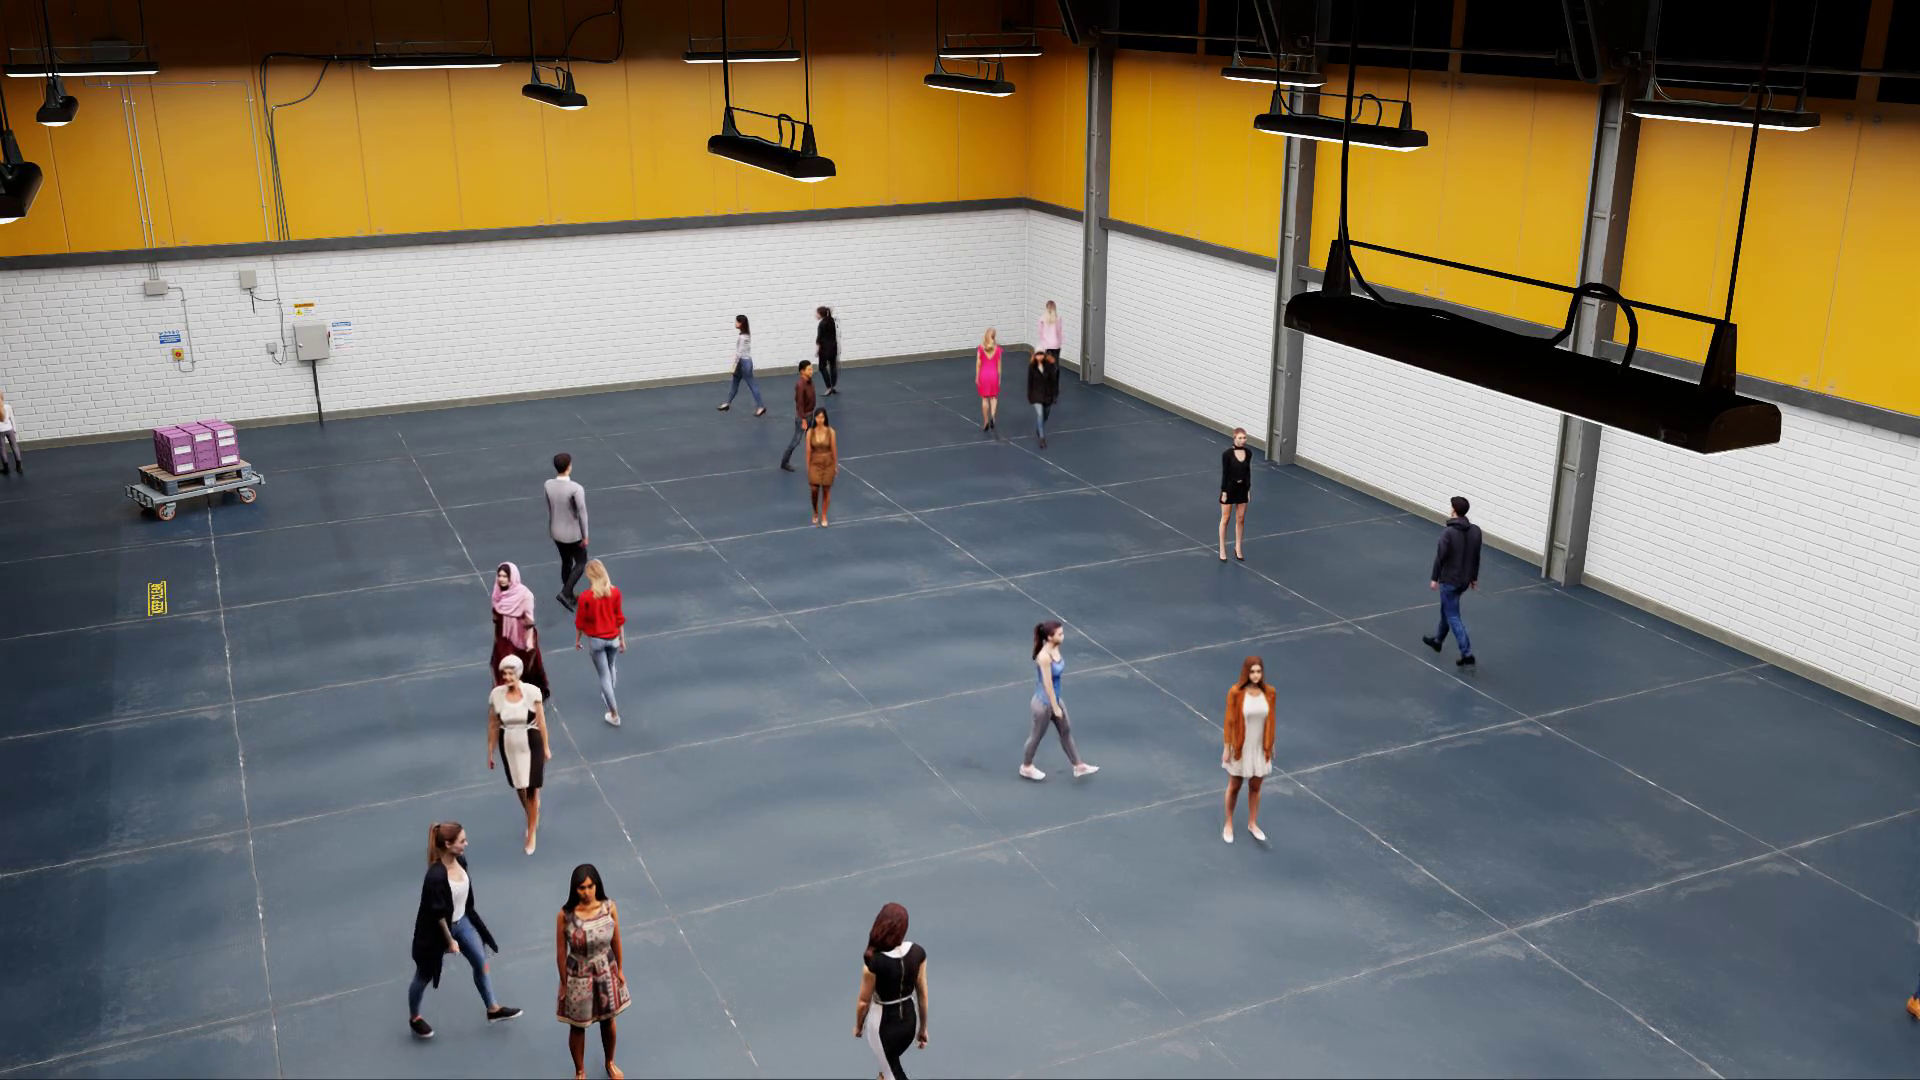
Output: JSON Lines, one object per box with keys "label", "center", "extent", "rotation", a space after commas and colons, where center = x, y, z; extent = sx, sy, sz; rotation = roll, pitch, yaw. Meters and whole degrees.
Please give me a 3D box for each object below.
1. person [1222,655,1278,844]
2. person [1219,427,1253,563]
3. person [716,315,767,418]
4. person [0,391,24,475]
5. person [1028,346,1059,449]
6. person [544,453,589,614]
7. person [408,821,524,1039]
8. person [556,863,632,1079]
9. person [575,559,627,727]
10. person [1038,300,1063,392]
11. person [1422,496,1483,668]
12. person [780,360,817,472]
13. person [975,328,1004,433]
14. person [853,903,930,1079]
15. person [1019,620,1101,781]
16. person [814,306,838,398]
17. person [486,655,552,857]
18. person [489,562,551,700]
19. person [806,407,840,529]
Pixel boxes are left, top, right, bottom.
{"label": "person", "center": [2.492, 1.777, 14.344], "extent": [0.689, 1.721, 0.665], "rotation": [-2, 19, -7]}
{"label": "person", "center": [3.530, -0.593, 21.305], "extent": [0.588, 1.769, 0.541], "rotation": [-6, 19, -17]}
{"label": "person", "center": [-3.551, -2.917, 28.228], "extent": [0.942, 1.755, 1.115], "rotation": [-1, 19, -2]}
{"label": "person", "center": [-14.477, -1.643, 25.191], "extent": [0.540, 1.279, 0.560], "rotation": [-16, 24, -39]}
{"label": "person", "center": [1.314, -2.327, 26.712], "extent": [0.809, 1.604, 1.115], "rotation": [-3, 19, -10]}
{"label": "person", "center": [-4.658, -0.060, 19.506], "extent": [1.031, 1.908, 1.080], "rotation": [8, 20, 23]}
{"label": "person", "center": [-3.666, 2.733, 11.632], "extent": [1.060, 1.639, 1.014], "rotation": [9, 21, 25]}
{"label": "person", "center": [-2.464, 2.901, 11.124], "extent": [0.646, 1.645, 0.515], "rotation": [-8, 20, -23]}
{"label": "person", "center": [-3.521, 1.052, 16.565], "extent": [0.735, 1.677, 0.963], "rotation": [-14, 23, -35]}
{"label": "person", "center": [1.622, -3.488, 30.034], "extent": [0.657, 1.685, 0.641], "rotation": [-2, 19, -7]}
{"label": "person", "center": [5.398, 0.482, 17.981], "extent": [0.696, 1.853, 1.164], "rotation": [-8, 20, -22]}
{"label": "person", "center": [-2.413, -1.814, 24.989], "extent": [1.234, 1.732, 1.157], "rotation": [7, 20, 21]}
{"label": "person", "center": [0.478, -2.625, 27.423], "extent": [0.705, 1.715, 0.741], "rotation": [-1, 19, -2]}
{"label": "person", "center": [-0.369, 3.139, 10.270], "extent": [0.707, 1.739, 1.191], "rotation": [-12, 22, -32]}
{"label": "person", "center": [0.739, 1.501, 15.383], "extent": [1.027, 1.580, 0.941], "rotation": [8, 20, 22]}
{"label": "person", "center": [-2.342, -3.407, 29.881], "extent": [0.789, 1.628, 0.767], "rotation": [-14, 23, -36]}
{"label": "person", "center": [-3.747, 1.779, 14.323], "extent": [0.869, 1.730, 0.987], "rotation": [1, 19, 2]}
{"label": "person", "center": [-4.466, 0.989, 16.870], "extent": [0.960, 1.602, 1.146], "rotation": [2, 19, 5]}
{"label": "person", "center": [-1.877, -1.003, 22.664], "extent": [0.642, 1.679, 0.659], "rotation": [-2, 19, -7]}
